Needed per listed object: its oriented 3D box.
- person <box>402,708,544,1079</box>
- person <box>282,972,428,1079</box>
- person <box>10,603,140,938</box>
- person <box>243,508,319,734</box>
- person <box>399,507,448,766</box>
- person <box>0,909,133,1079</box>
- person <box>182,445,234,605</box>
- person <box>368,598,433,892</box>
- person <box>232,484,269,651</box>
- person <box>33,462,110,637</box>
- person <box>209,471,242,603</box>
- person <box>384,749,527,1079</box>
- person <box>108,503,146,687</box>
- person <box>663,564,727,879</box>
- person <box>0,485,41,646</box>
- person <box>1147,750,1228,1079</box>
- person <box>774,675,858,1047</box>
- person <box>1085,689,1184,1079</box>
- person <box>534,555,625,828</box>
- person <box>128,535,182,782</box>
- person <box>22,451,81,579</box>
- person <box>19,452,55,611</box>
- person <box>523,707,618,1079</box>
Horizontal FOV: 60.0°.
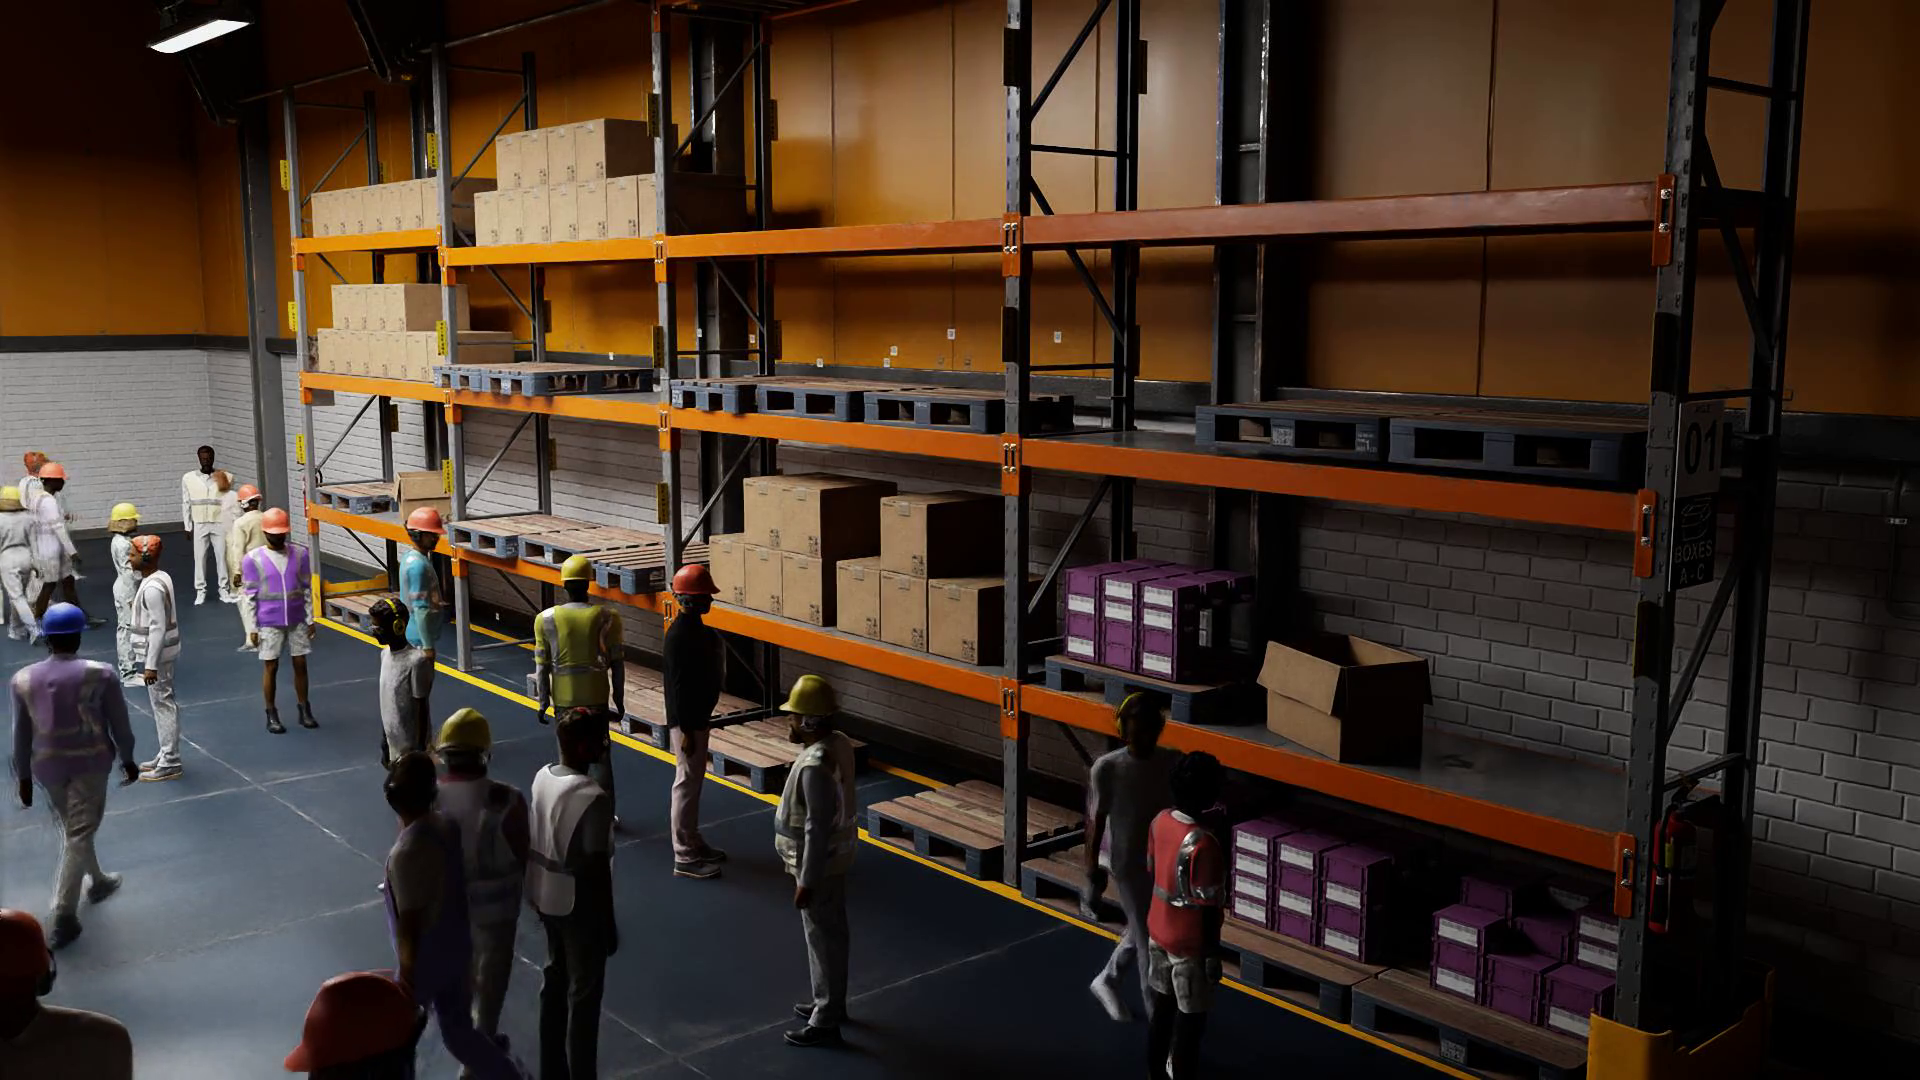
[{"bbox_3d":[-2.214,1.663,7.627,0.603,1.805,0.761,2,8,12],"label":"person"},{"bbox_3d":[-1.432,2.061,4.240,1.081,1.981,0.617,-6,10,-34],"label":"person"},{"bbox_3d":[-5.184,1.316,9.726,0.601,1.901,1.018,0,8,-2],"label":"person"},{"bbox_3d":[-5.732,0.677,14.056,0.551,1.923,0.390,-7,10,-38],"label":"person"},{"bbox_3d":[-4.210,0.755,13.112,0.394,2.037,0.605,-3,9,-22],"label":"person"},{"bbox_3d":[-2.641,1.991,4.715,0.617,1.984,0.408,-3,9,-21],"label":"person"},{"bbox_3d":[-9.045,-0.186,20.061,0.592,1.920,0.392,-4,9,-26],"label":"person"},{"bbox_3d":[-3.412,1.271,10.173,0.528,1.856,0.349,8,11,44],"label":"person"},{"bbox_3d":[-7.383,0.286,17.408,0.355,1.734,0.580,3,9,20],"label":"person"},{"bbox_3d":[-9.780,0.103,18.106,0.784,1.899,0.565,-5,9,-30],"label":"person"},{"bbox_3d":[-8.875,-0.046,20.152,0.519,1.609,0.401,3,9,21],"label":"person"},{"bbox_3d":[-2.136,1.762,6.930,0.888,1.809,0.548,1,8,6],"label":"person"},{"bbox_3d":[-7.877,0.516,15.784,0.287,1.746,0.487,-5,10,-31],"label":"person"},{"bbox_3d":[-1.694,1.138,10.592,0.381,1.994,0.622,0,8,-1],"label":"person"},{"bbox_3d":[-10.018,0.274,17.677,0.874,1.703,0.503,6,10,37],"label":"person"},{"bbox_3d":[1.003,1.757,7.323,0.317,1.695,0.540,-3,9,-19],"label":"person"},{"bbox_3d":[-0.709,1.564,8.187,0.403,1.835,0.586,1,8,7],"label":"person"},{"bbox_3d":[0.887,1.588,8.082,0.572,1.824,0.940,-3,9,-22],"label":"person"},{"bbox_3d":[-2.593,1.061,11.370,0.593,1.922,0.380,-2,8,-15],"label":"person"},{"bbox_3d":[-6.140,0.893,12.687,0.356,1.883,0.573,-3,9,-22],"label":"person"},{"bbox_3d":[-11.867,-0.315,21.726,0.663,1.698,0.355,3,9,17],"label":"person"},{"bbox_3d":[-10.846,-0.095,19.556,0.354,1.881,0.576,-8,11,-43],"label":"person"},{"bbox_3d":[-1.750,1.663,7.519,0.388,1.834,0.561,-7,11,-40],"label":"person"}]
